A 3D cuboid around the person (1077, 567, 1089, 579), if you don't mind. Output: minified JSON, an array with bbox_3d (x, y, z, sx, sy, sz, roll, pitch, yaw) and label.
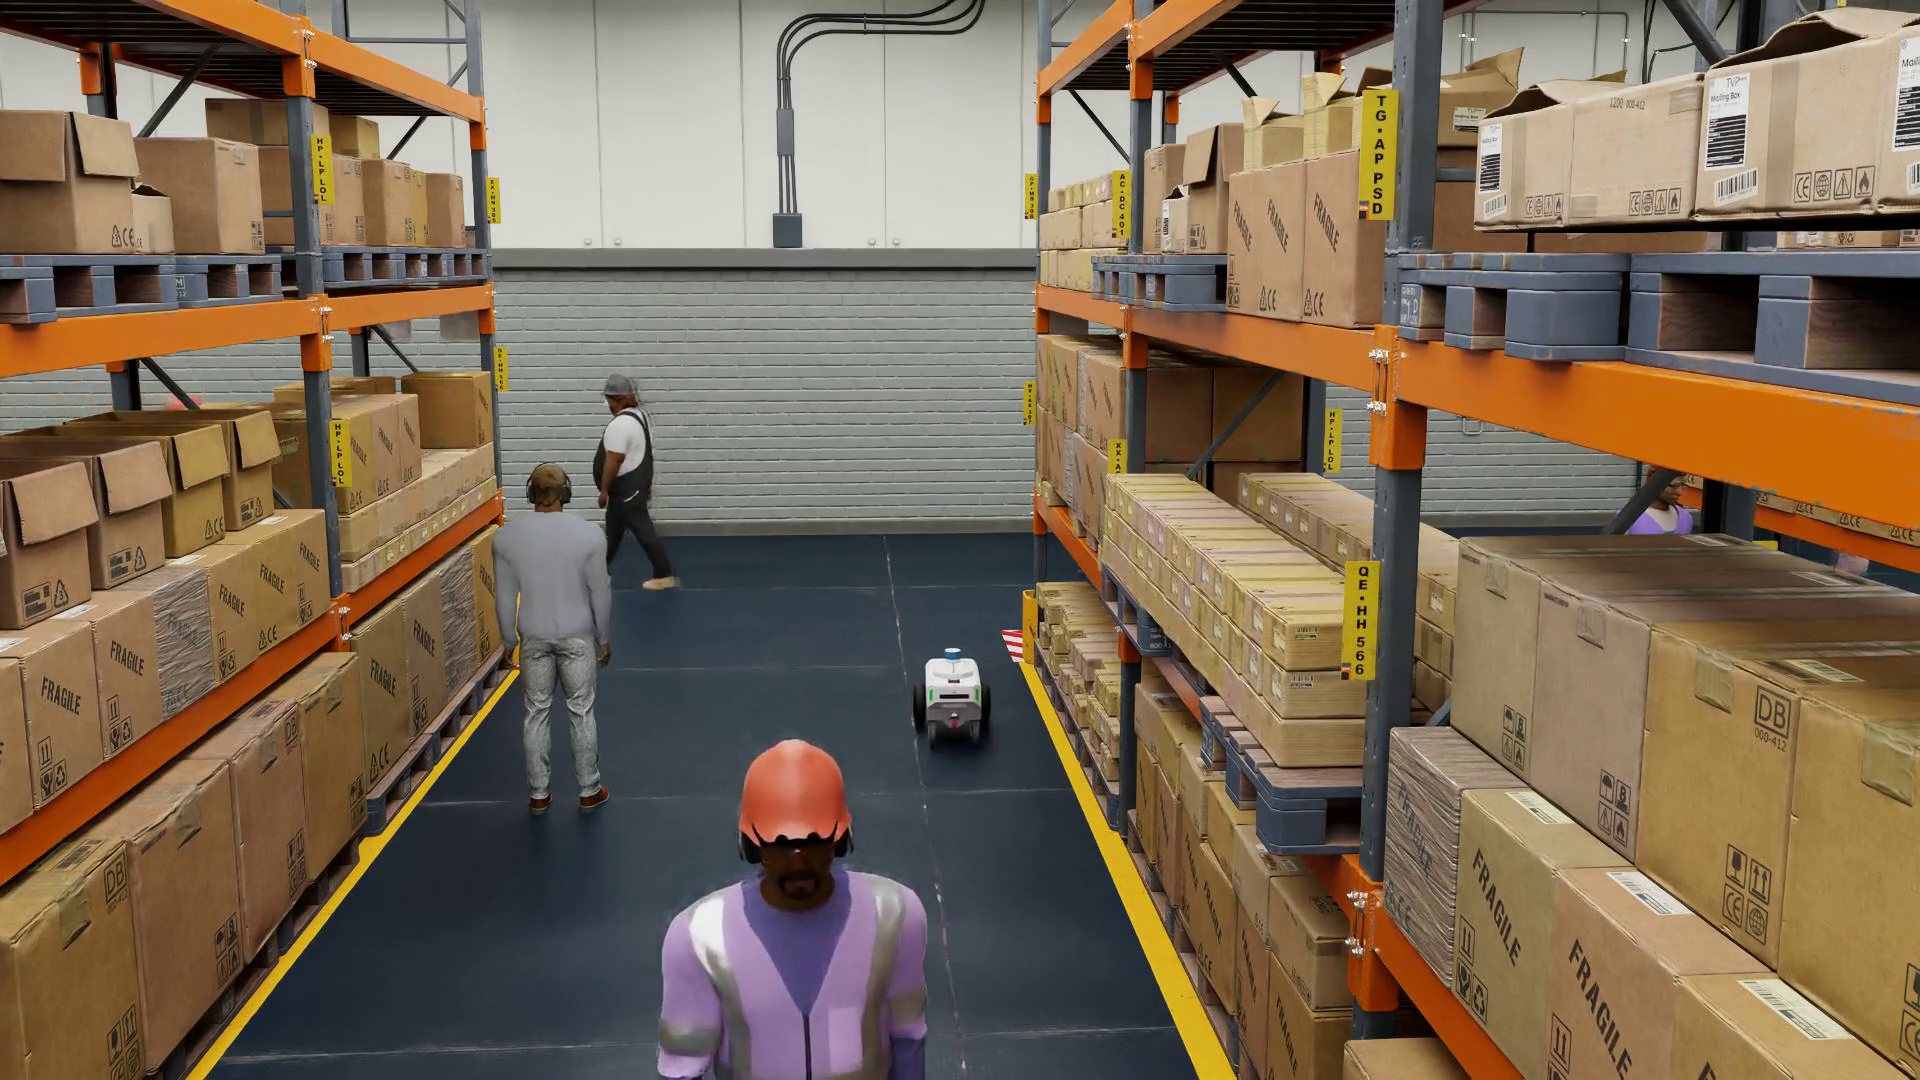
[{"bbox_3d":[1.291,-0.603,15.794,0.372,1.940,0.629,-2,10,-10],"label":"person"}]

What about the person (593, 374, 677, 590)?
[{"bbox_3d":[-3.082,-0.560,15.241,1.059,2.000,0.696,1,10,4],"label":"person"}]

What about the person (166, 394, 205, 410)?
[{"bbox_3d":[-5.948,-0.129,12.807,0.580,2.003,0.666,2,10,13],"label":"person"}]

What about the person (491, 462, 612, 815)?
[{"bbox_3d":[-2.204,0.542,9.068,0.628,1.935,0.373,-1,10,-3],"label":"person"}]

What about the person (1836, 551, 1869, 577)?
[{"bbox_3d":[7.167,-0.200,13.327,0.736,1.967,0.484,-6,11,-32],"label":"person"}]

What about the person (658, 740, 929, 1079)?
[{"bbox_3d":[-0.367,1.417,3.775,0.628,1.982,1.068,-2,10,-9],"label":"person"}]

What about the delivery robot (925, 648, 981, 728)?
[{"bbox_3d":[-0.047,0.932,10.550,0.477,0.478,0.707,0,10,-2],"label":"delivery robot"}]

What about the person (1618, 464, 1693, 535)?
[{"bbox_3d":[4.190,0.413,10.111,0.575,1.838,0.401,-4,11,-24],"label":"person"}]
